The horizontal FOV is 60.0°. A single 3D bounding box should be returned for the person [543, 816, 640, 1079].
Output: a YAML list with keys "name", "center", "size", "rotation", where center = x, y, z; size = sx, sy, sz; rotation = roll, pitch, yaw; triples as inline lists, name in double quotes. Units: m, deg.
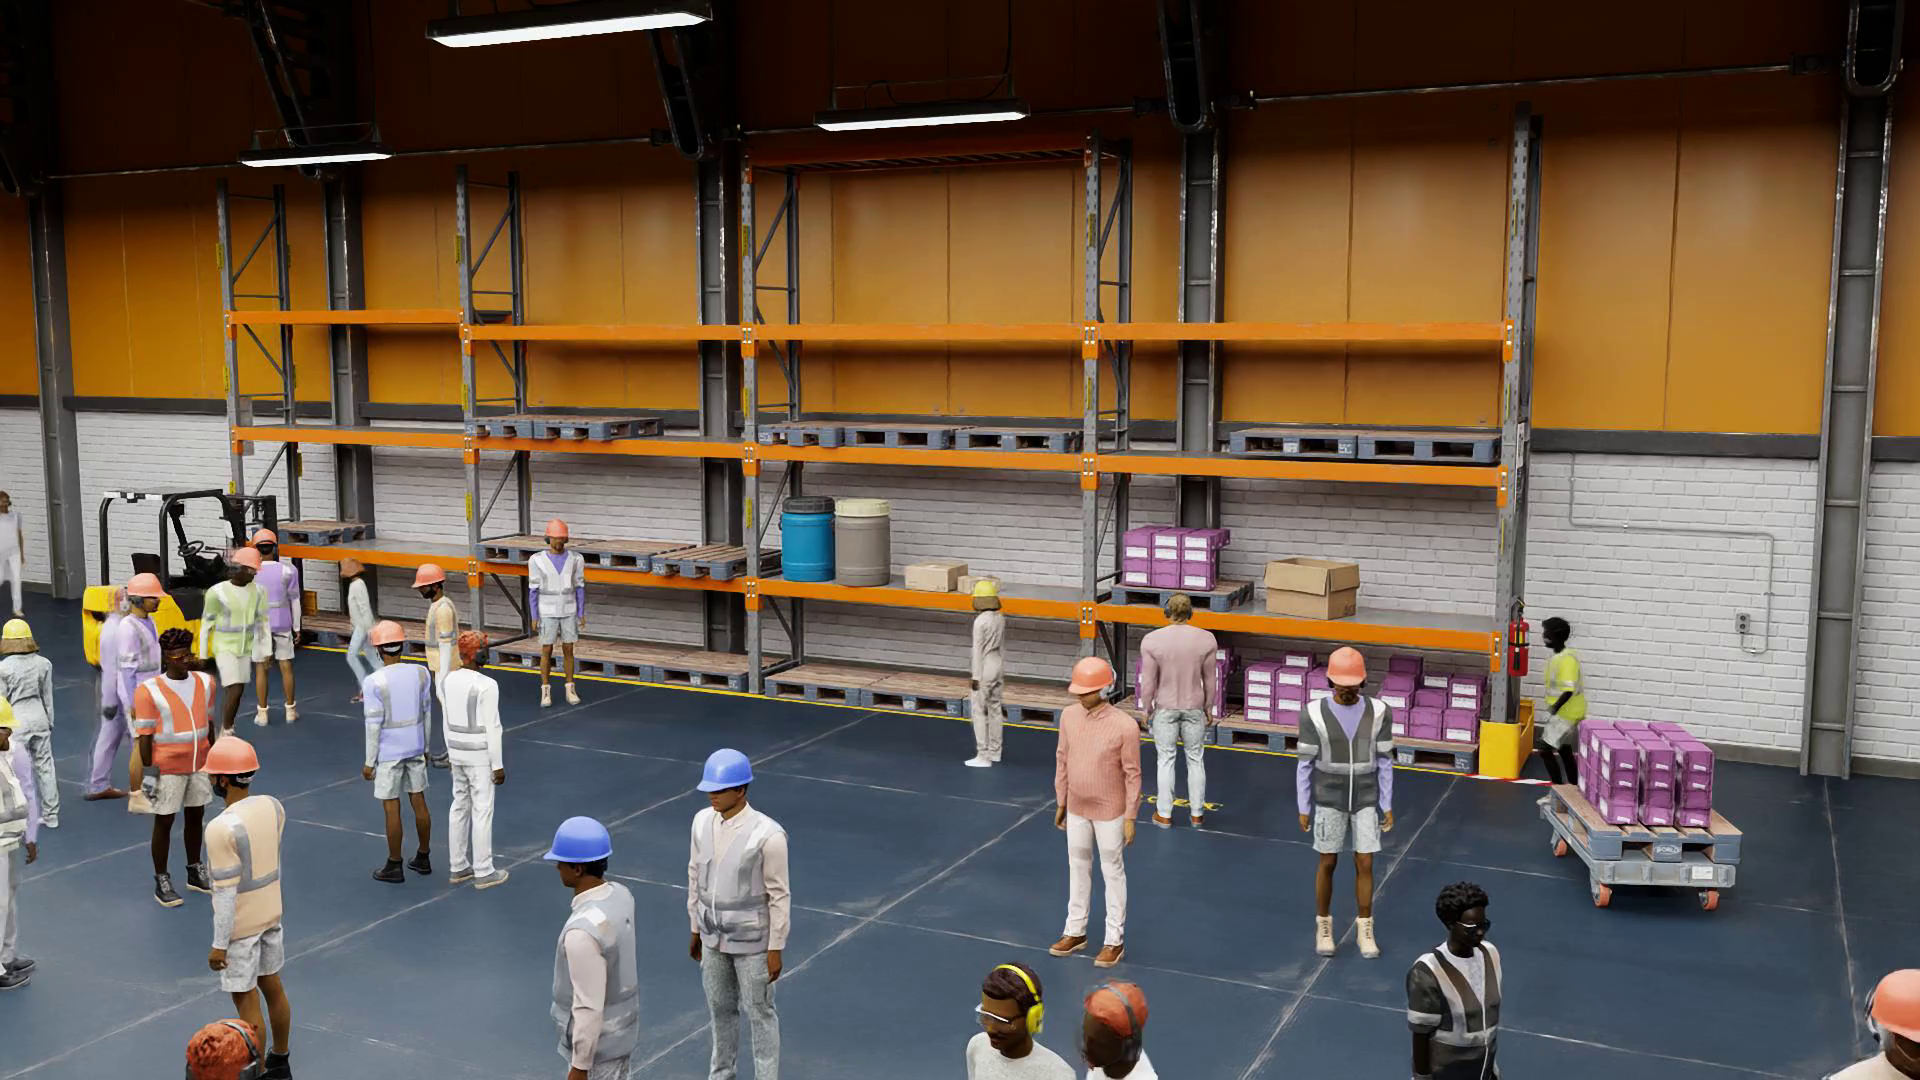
- name: "person"
  center: [-1.583, 2.147, 7.195]
  size: [0.406, 1.945, 0.613]
  rotation: [0, 7, 3]

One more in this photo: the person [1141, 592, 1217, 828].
- name: "person"
  center: [1.776, 1.383, 13.547]
  size: [0.627, 1.940, 0.375]
  rotation: [0, 7, -2]

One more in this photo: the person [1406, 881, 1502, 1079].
- name: "person"
  center: [2.119, 2.281, 7.116]
  size: [0.540, 1.695, 0.316]
  rotation: [-5, 8, -35]

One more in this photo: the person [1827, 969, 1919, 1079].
- name: "person"
  center: [3.059, 2.336, 5.539]
  size: [0.640, 1.977, 0.644]
  rotation: [-1, 7, -10]

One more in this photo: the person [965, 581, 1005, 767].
- name: "person"
  center: [0.241, 1.245, 15.549]
  size: [0.313, 1.733, 0.499]
  rotation: [4, 8, 29]

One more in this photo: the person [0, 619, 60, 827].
- name: "person"
  center: [-7.564, 1.499, 13.437]
  size: [0.338, 1.733, 0.480]
  rotation: [4, 8, 27]

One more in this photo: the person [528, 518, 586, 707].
- name: "person"
  center: [-4.360, 0.784, 18.056]
  size: [0.608, 2.048, 0.365]
  rotation: [-3, 8, -26]

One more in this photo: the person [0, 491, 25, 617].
- name: "person"
  center: [-13.744, 0.193, 23.899]
  size: [0.770, 1.822, 0.509]
  rotation: [6, 9, 42]

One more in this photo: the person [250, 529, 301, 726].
- name: "person"
  center: [-7.122, 0.897, 17.165]
  size: [0.606, 2.037, 0.382]
  rotation: [-3, 8, -26]

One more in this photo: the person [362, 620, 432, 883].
- name: "person"
  center: [-4.147, 1.548, 12.228]
  size: [0.374, 1.929, 0.542]
  rotation: [6, 9, 39]

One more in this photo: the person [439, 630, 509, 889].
- name: "person"
  center: [-3.544, 1.590, 12.112]
  size: [0.569, 1.878, 0.351]
  rotation: [5, 9, 36]

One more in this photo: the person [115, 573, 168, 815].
- name: "person"
  center: [-6.839, 1.286, 13.975]
  size: [0.423, 2.035, 0.614]
  rotation: [-1, 7, -9]

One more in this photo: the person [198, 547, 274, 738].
- name: "person"
  center: [-6.969, 1.056, 16.000]
  size: [0.687, 1.992, 0.623]
  rotation: [4, 8, 30]

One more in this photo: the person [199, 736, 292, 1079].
- name: "person"
  center: [-3.735, 1.975, 8.656]
  size: [0.374, 1.939, 0.545]
  rotation: [1, 7, 10]

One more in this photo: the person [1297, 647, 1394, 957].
- name: "person"
  center: [2.486, 1.682, 10.716]
  size: [0.617, 2.030, 0.409]
  rotation: [0, 7, 2]

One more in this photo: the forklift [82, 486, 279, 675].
- name: "forklift"
  center: [-9.426, 0.454, 20.179]
  size: [1.214, 2.155, 2.313]
  rotation: [3, 8, 26]

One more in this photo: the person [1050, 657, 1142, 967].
- name: "person"
  center: [0.856, 1.717, 10.604]
  size: [0.612, 1.984, 0.401]
  rotation: [5, 9, 38]

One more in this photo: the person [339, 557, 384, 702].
- name: "person"
  center: [-6.534, 0.979, 18.234]
  size: [0.552, 1.598, 0.520]
  rotation: [-2, 7, -18]

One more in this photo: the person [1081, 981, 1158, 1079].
- name: "person"
  center: [0.553, 2.382, 5.642]
  size: [0.343, 1.861, 0.663]
  rotation: [-1, 7, -10]

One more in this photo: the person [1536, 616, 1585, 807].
- name: "person"
  center: [5.074, 1.465, 14.013]
  size: [0.481, 1.656, 0.566]
  rotation: [1, 7, 9]

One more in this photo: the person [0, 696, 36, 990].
- name: "person"
  center: [-5.923, 1.851, 10.192]
  size: [0.403, 1.818, 0.600]
  rotation: [-3, 8, -26]

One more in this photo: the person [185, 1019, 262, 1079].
- name: "person"
  center: [-2.274, 2.424, 5.203]
  size: [0.586, 1.879, 0.358]
  rotation: [2, 7, 18]

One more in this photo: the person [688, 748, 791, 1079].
- name: "person"
  center: [-1.135, 2.000, 8.406]
  size: [0.609, 1.946, 0.405]
  rotation: [5, 8, 33]

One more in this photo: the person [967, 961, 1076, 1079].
- name: "person"
  center: [0.189, 2.363, 5.788]
  size: [0.325, 1.862, 0.511]
  rotation: [-7, 10, -43]

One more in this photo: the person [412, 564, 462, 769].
- name: "person"
  center: [-4.842, 1.167, 15.445]
  size: [0.418, 1.920, 0.545]
  rotation: [-3, 7, -21]

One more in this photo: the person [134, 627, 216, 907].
- name: "person"
  center: [-5.521, 1.582, 11.791]
  size: [0.367, 1.964, 0.609]
  rotation: [4, 8, 30]

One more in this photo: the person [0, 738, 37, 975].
- name: "person"
  center: [-6.052, 1.836, 10.297]
  size: [0.628, 1.823, 0.417]
  rotation: [-3, 7, -21]
